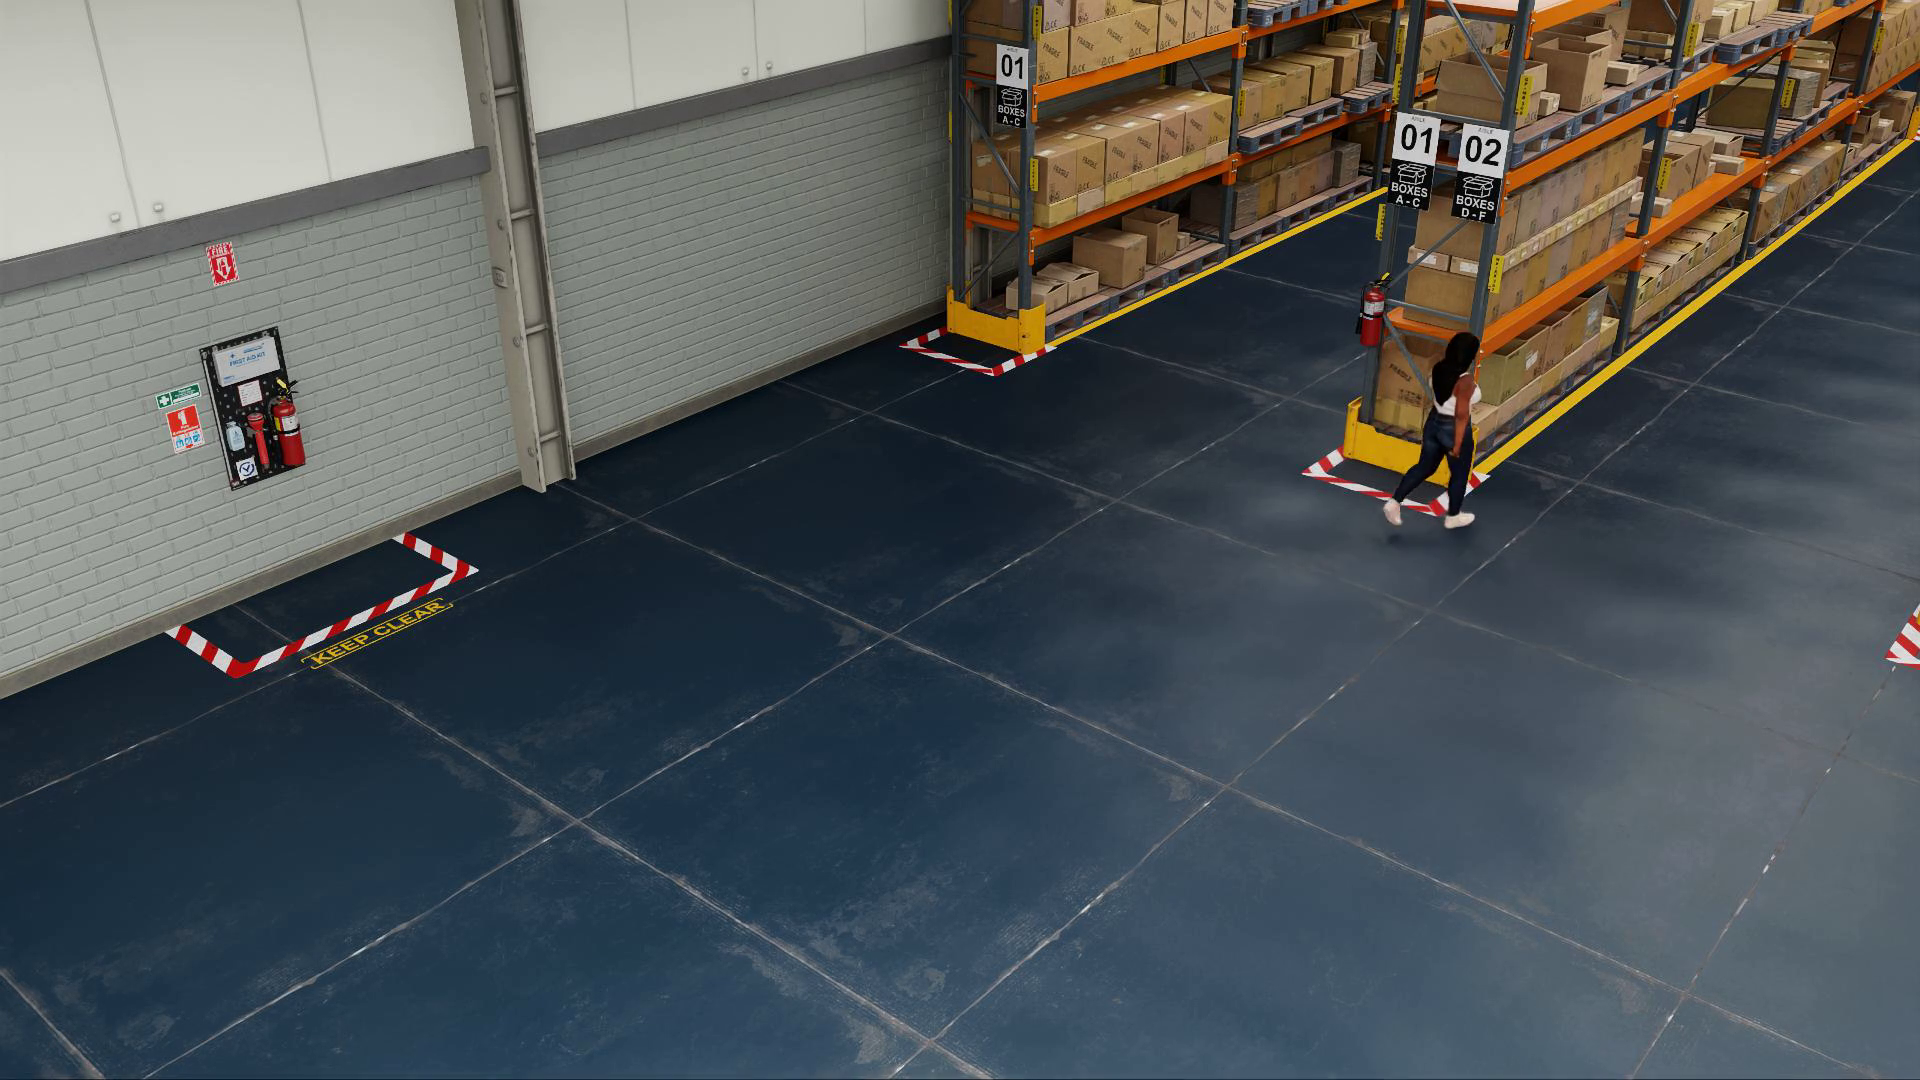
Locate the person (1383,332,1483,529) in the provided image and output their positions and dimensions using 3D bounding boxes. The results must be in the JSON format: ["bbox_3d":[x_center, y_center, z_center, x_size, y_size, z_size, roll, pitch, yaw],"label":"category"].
[{"bbox_3d":[3.965,-0.870,13.807,1.194,1.785,0.968,-11,30,-20],"label":"person"}]
